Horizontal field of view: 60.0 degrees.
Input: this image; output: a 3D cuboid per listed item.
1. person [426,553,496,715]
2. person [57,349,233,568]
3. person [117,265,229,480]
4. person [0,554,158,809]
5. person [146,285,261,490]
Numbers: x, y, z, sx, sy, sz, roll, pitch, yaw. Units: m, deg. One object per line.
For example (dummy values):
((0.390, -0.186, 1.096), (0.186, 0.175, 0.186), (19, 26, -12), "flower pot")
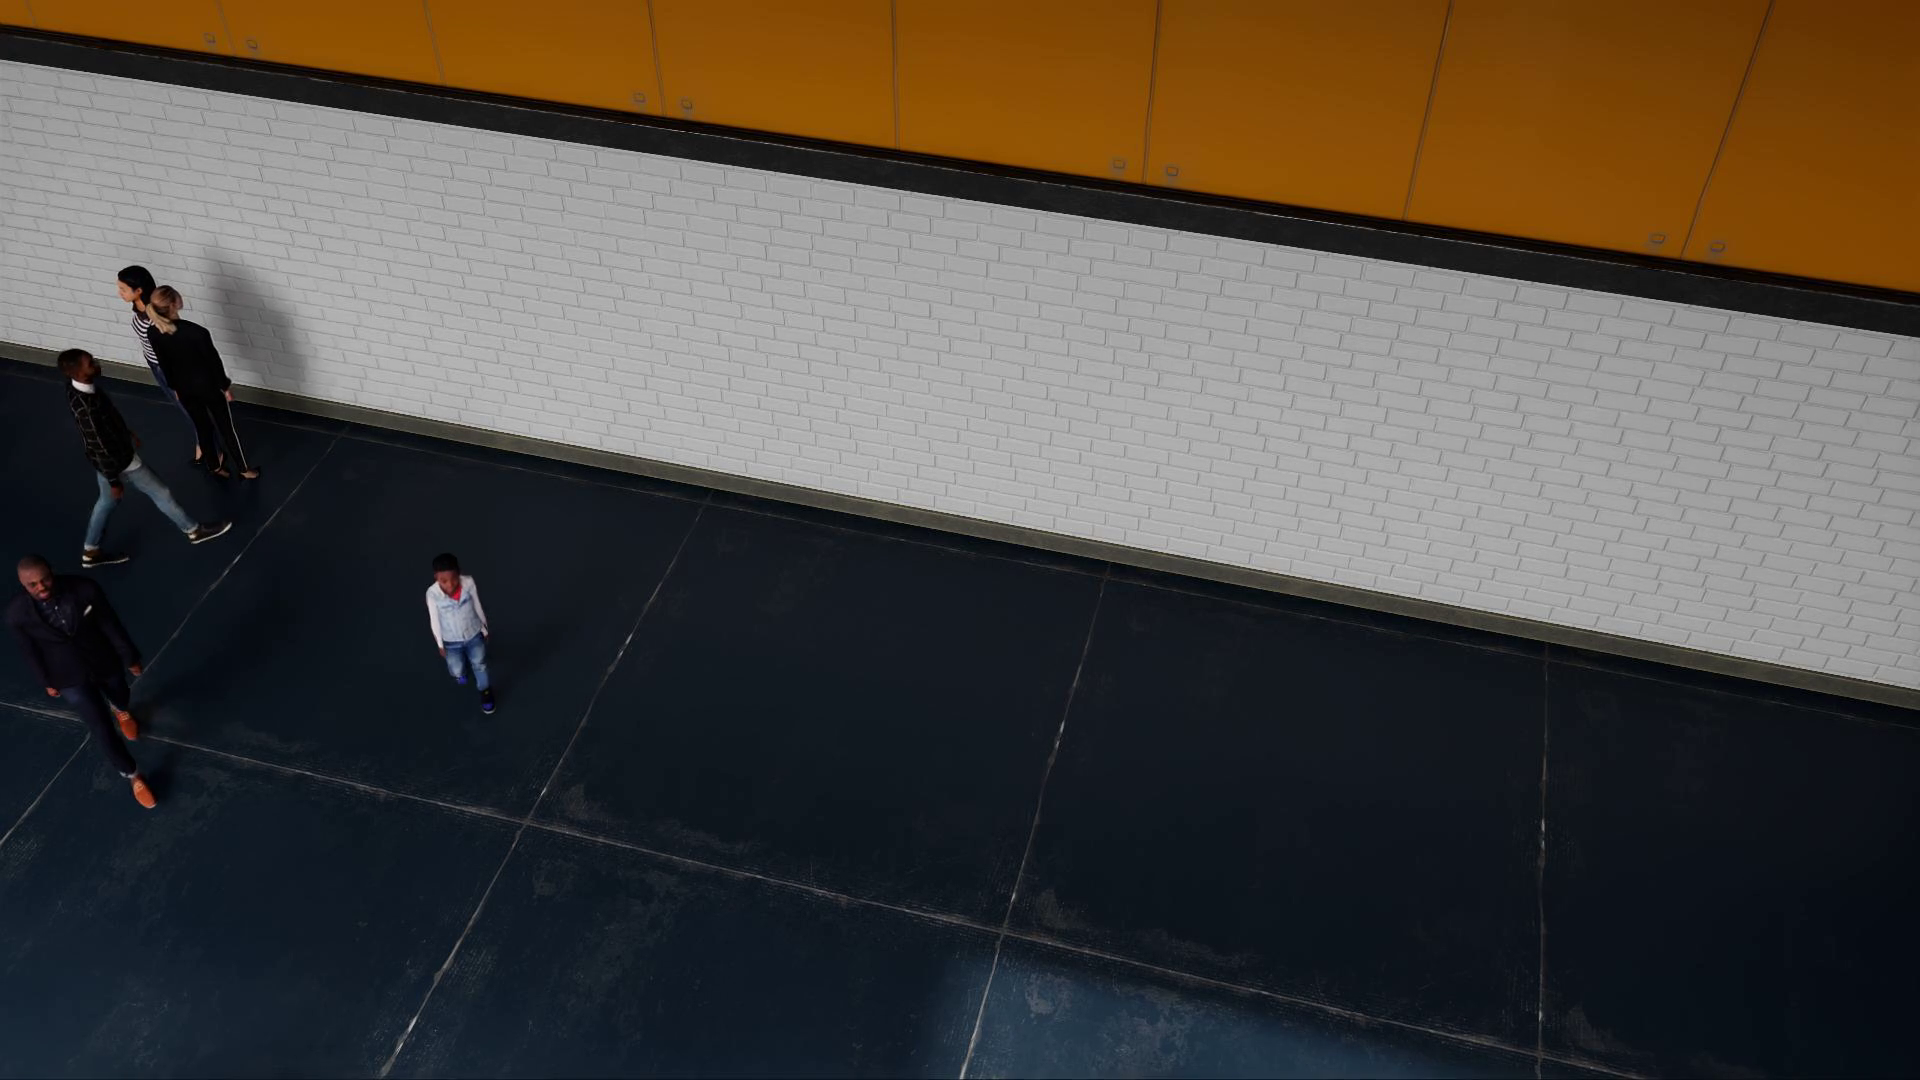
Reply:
((-3.152, 0.534, 10.483), (0.671, 1.255, 0.749), (-16, 46, -16), "person")
((-5.789, -0.507, 11.199), (1.286, 1.775, 1.210), (-22, 48, -21), "person")
((-5.642, -1.205, 11.916), (0.643, 1.797, 0.643), (-34, 53, -30), "person")
((-5.210, 0.718, 9.908), (1.205, 1.782, 1.187), (-29, 50, -27), "person")
((-5.409, -1.069, 11.840), (0.649, 1.704, 0.595), (1, 44, 1), "person")
